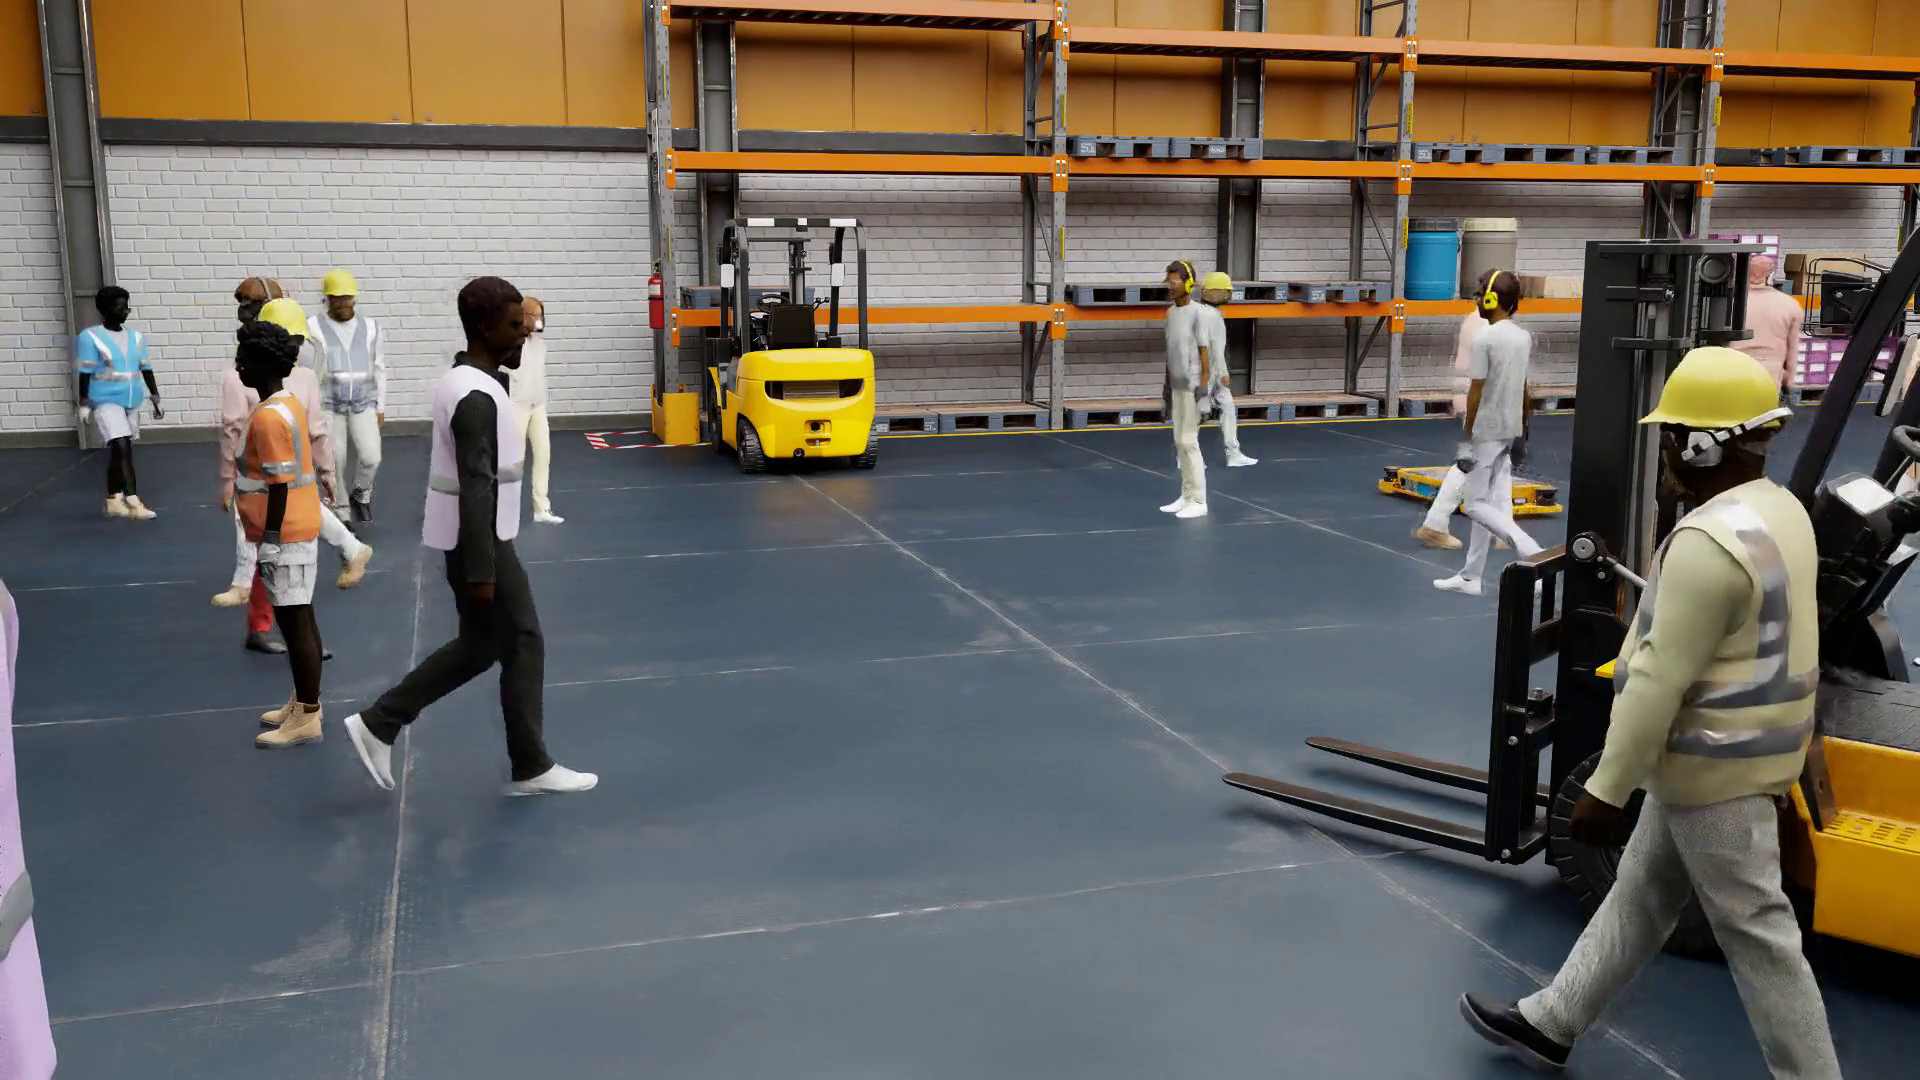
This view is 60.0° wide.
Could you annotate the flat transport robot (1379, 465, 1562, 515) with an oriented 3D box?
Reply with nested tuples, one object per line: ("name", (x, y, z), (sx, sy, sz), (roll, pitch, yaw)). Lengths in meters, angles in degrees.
("flat transport robot", (3.824, -0.388, 12.551), (0.652, 0.197, 1.431), (-3, 11, -17))

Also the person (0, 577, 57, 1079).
("person", (-1.239, 0.671, 1.882), (0.369, 2.046, 0.606), (-3, 11, -17))

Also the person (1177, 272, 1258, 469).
("person", (2.269, -1.454, 14.455), (0.798, 1.713, 0.494), (3, 11, 16))

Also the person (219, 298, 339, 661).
("person", (-3.184, -0.275, 7.919), (0.832, 1.721, 0.539), (5, 12, 26))

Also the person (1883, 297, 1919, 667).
("person", (4.443, -0.314, 7.700), (0.857, 1.894, 0.600), (-3, 11, -14))

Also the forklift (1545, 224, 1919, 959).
("forklift", (2.909, 0.117, 4.508), (2.313, 2.155, 1.214), (9, 14, 40))

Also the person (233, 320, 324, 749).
("person", (-2.718, -0.024, 6.649), (0.317, 1.696, 0.532), (-3, 11, -17))

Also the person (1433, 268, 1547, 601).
("person", (2.990, -0.568, 9.206), (0.530, 1.854, 0.716), (-9, 14, -40))

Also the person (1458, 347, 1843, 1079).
("person", (1.597, 0.471, 3.692), (0.938, 1.780, 0.612), (8, 13, 36))

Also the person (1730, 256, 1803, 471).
("person", (6.044, -1.224, 12.731), (0.646, 1.874, 0.705), (4, 11, 21))

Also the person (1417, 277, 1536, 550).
("person", (3.346, -0.818, 10.743), (0.782, 1.799, 0.740), (0, 10, -1))

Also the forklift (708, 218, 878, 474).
("forklift", (-1.522, -1.778, 14.899), (1.214, 2.155, 2.313), (-3, 11, -17))

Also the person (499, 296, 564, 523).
("person", (-3.133, -0.922, 11.795), (0.628, 1.609, 0.509), (6, 12, 28))

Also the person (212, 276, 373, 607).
("person", (-3.766, -0.559, 9.279), (0.626, 1.813, 0.833), (7, 13, 35))

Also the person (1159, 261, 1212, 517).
("person", (1.651, -1.079, 12.037), (0.456, 1.844, 0.602), (-5, 11, -26))

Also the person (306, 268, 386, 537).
("person", (-4.168, -0.923, 11.268), (0.592, 1.818, 0.421), (-7, 13, -34))

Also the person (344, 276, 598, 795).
("person", (-1.763, 0.017, 5.888), (0.792, 1.890, 0.602), (-4, 11, -20))

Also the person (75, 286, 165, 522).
("person", (-5.897, -0.959, 11.813), (0.734, 1.666, 0.557), (4, 11, 22))
